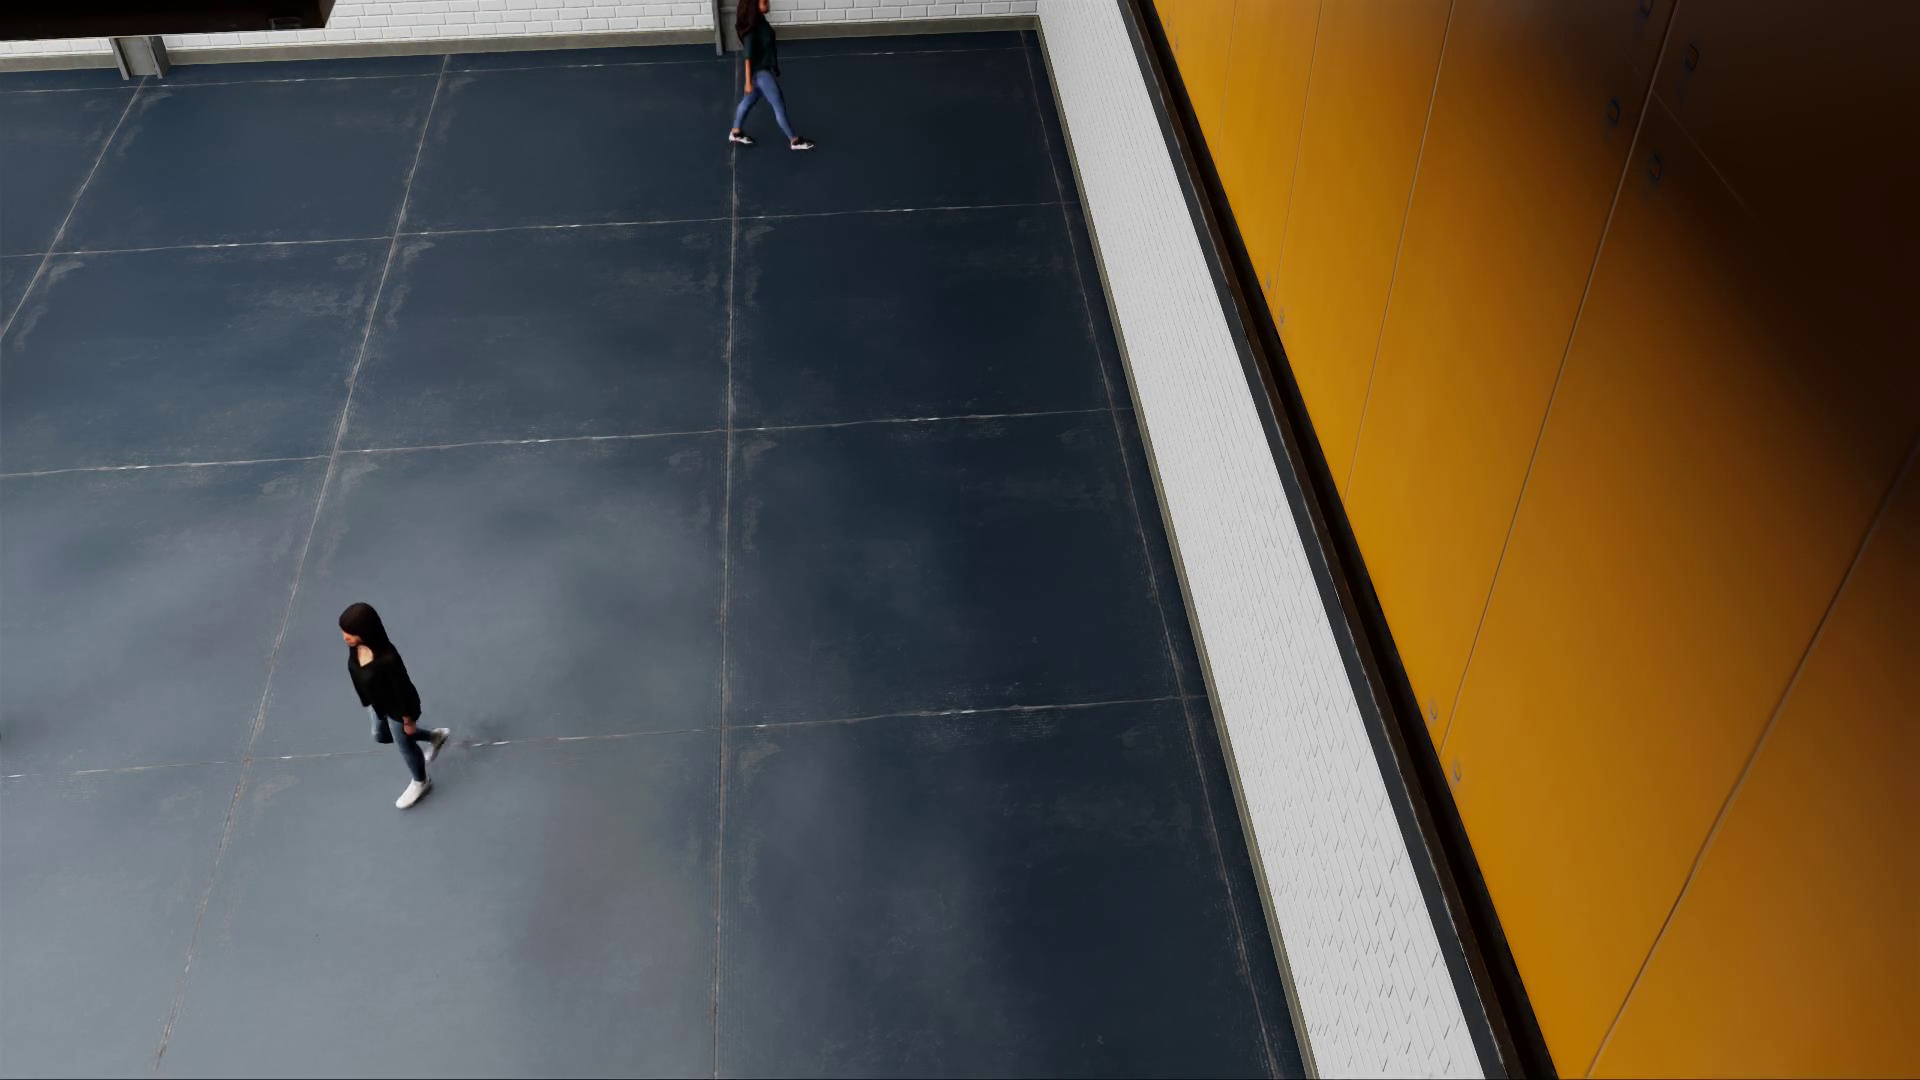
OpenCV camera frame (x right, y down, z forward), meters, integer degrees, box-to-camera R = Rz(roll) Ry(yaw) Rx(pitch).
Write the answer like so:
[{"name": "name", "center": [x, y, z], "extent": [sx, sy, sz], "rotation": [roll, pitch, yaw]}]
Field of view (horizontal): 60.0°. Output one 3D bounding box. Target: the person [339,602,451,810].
[{"name": "person", "center": [-3.317, 0.903, 9.848], "extent": [0.807, 1.638, 0.864], "rotation": [29, 51, 27]}]

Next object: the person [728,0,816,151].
[{"name": "person", "center": [-1.923, -4.329, 15.390], "extent": [1.138, 1.570, 0.779], "rotation": [7, 44, 7]}]
